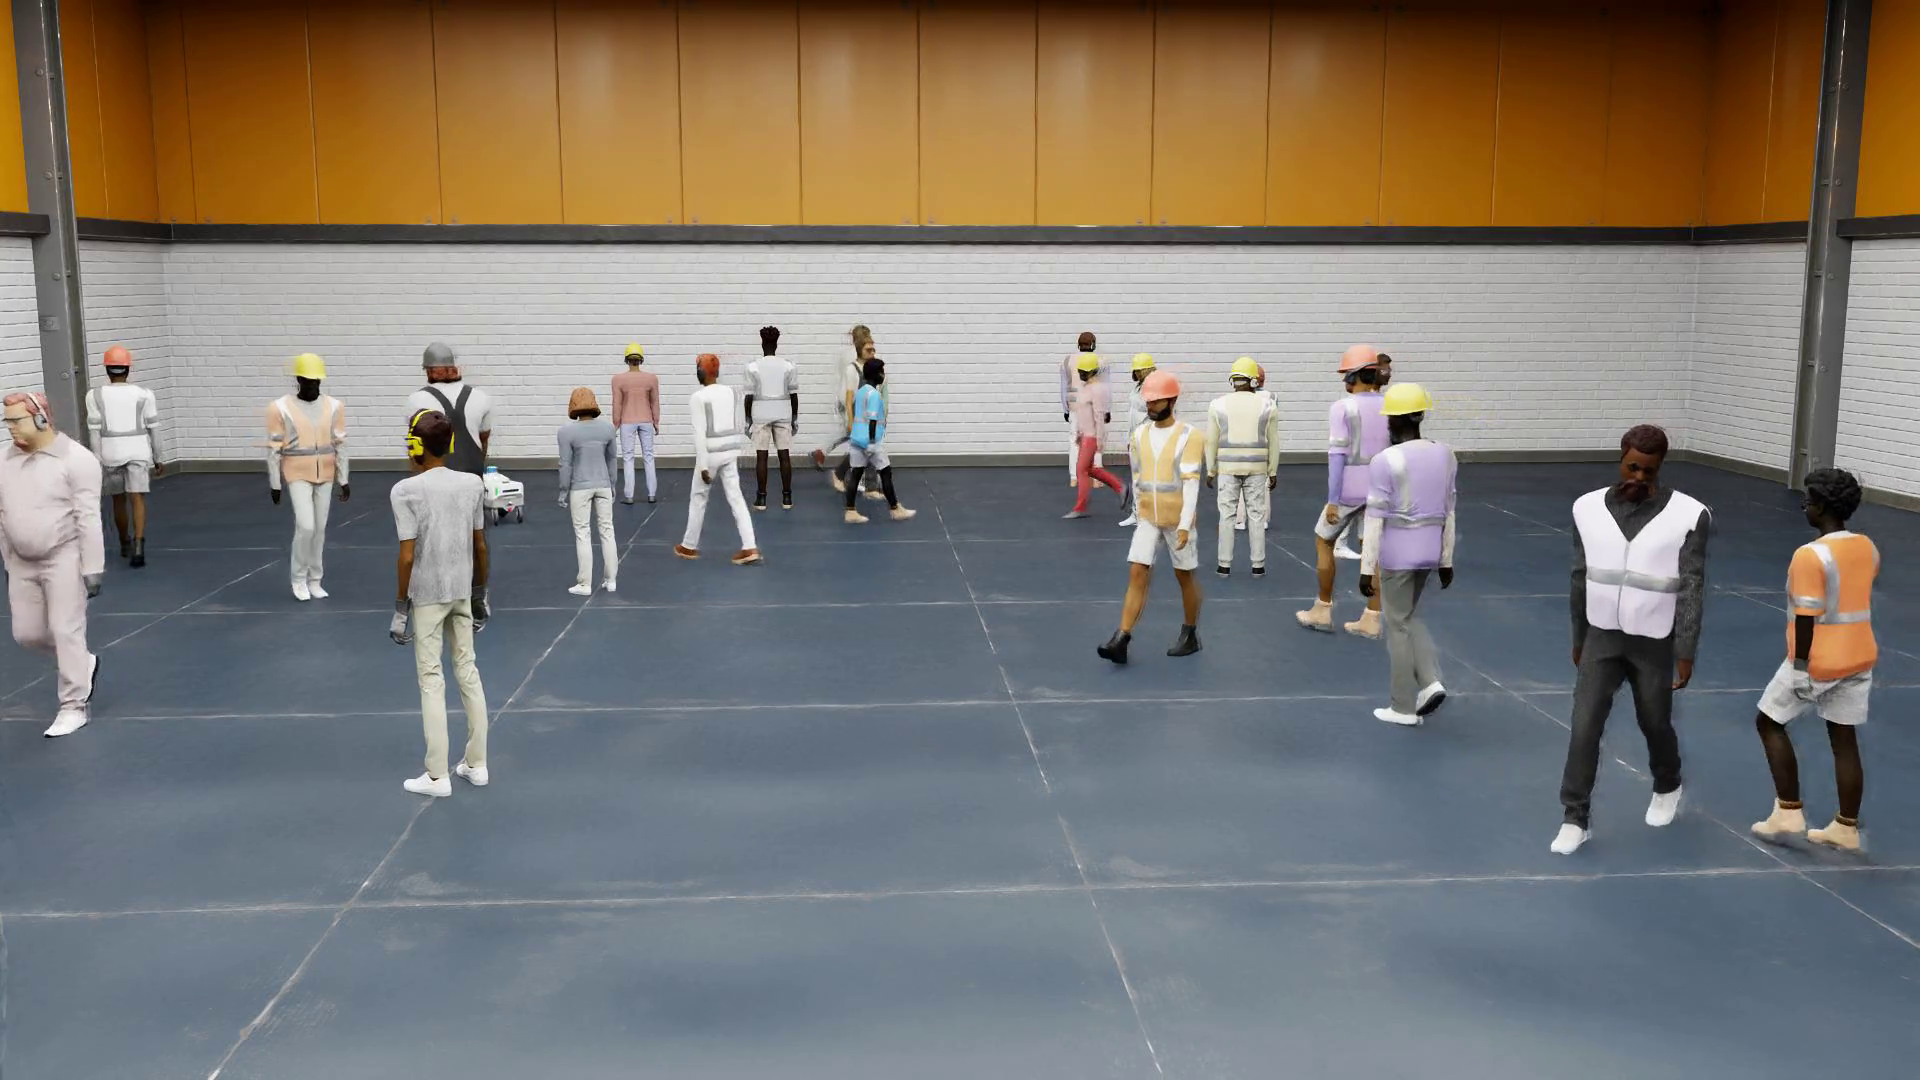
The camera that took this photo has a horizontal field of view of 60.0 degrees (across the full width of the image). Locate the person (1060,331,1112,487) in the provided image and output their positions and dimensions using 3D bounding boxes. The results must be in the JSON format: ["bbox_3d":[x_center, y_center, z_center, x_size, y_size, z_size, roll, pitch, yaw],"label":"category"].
[{"bbox_3d":[1.499,-1.536,19.637,0.626,1.842,0.429,3,10,21],"label":"person"}]

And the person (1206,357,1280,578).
[{"bbox_3d":[2.328,-0.591,13.736,0.600,1.826,0.404,1,9,6],"label":"person"}]

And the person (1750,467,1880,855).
[{"bbox_3d":[3.722,0.522,7.223,0.544,1.681,0.523,-4,10,-25],"label":"person"}]

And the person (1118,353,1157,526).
[{"bbox_3d":[1.802,-0.973,16.405,0.300,1.743,0.484,-6,11,-31],"label":"person"}]

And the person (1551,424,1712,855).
[{"bbox_3d":[2.986,0.410,7.331,0.594,1.877,0.858,6,11,35],"label":"person"}]

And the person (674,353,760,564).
[{"bbox_3d":[-2.114,-0.703,14.455,1.004,1.837,0.576,8,12,41],"label":"person"}]

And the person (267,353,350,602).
[{"bbox_3d":[-4.976,-0.479,12.787,0.503,1.904,0.581,8,12,42],"label":"person"}]

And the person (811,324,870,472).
[{"bbox_3d":[-1.402,-1.677,20.288,0.671,1.915,0.639,-4,10,-25],"label":"person"}]

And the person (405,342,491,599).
[{"bbox_3d":[-4.003,-0.571,12.946,0.693,2.000,1.041,-7,12,-38],"label":"person"}]

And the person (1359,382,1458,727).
[{"bbox_3d":[2.445,0.086,9.204,0.599,1.911,0.413,-5,11,-31],"label":"person"}]

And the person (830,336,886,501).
[{"bbox_3d":[-1.121,-1.354,18.512,0.613,1.833,0.524,7,11,37],"label":"person"}]

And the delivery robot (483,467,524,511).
[{"bbox_3d":[-4.730,-0.500,16.847,0.477,0.478,0.707,-9,12,-44],"label":"delivery robot"}]

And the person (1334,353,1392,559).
[{"bbox_3d":[3.674,-0.704,14.468,0.946,1.828,0.516,4,10,26],"label":"person"}]

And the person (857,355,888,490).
[{"bbox_3d":[-1.068,-1.381,19.277,0.513,1.642,0.313,-4,10,-24],"label":"person"}]

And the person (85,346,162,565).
[{"bbox_3d":[-7.253,-0.737,14.465,0.560,1.895,0.983,-5,10,-27],"label":"person"}]

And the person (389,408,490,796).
[{"bbox_3d":[-2.512,0.300,8.022,0.316,1.867,0.531,7,12,38],"label":"person"}]

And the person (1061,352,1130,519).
[{"bbox_3d":[1.407,-1.072,17.087,0.701,1.723,0.527,-2,9,-13],"label":"person"}]

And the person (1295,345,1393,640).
[{"bbox_3d":[2.690,-0.343,11.578,0.652,2.015,0.814,-5,10,-29],"label":"person"}]

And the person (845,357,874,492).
[{"bbox_3d":[-1.114,-1.335,19.054,0.416,1.611,0.535,4,10,23],"label":"person"}]

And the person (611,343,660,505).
[{"bbox_3d":[-3.544,-1.267,18.177,0.533,1.768,0.310,-4,10,-25],"label":"person"}]

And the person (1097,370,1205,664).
[{"bbox_3d":[1.267,-0.132,10.666,0.549,1.888,0.975,7,11,36],"label":"person"}]

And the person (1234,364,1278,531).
[{"bbox_3d":[2.855,-0.898,16.256,0.524,1.639,0.306,-2,9,-10],"label":"person"}]

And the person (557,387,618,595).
[{"bbox_3d":[-2.915,-0.384,13.041,0.500,1.633,0.289,-7,11,-37],"label":"person"}]

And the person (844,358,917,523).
[{"bbox_3d":[-0.816,-0.997,16.776,0.805,1.661,0.542,-4,10,-25],"label":"person"}]

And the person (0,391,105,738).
[{"bbox_3d":[-4.977,0.109,9.179,0.661,1.884,0.594,1,9,9],"label":"person"}]

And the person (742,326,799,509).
[{"bbox_3d":[-2.019,-1.303,17.774,0.606,1.966,0.367,-3,9,-16],"label":"person"}]
